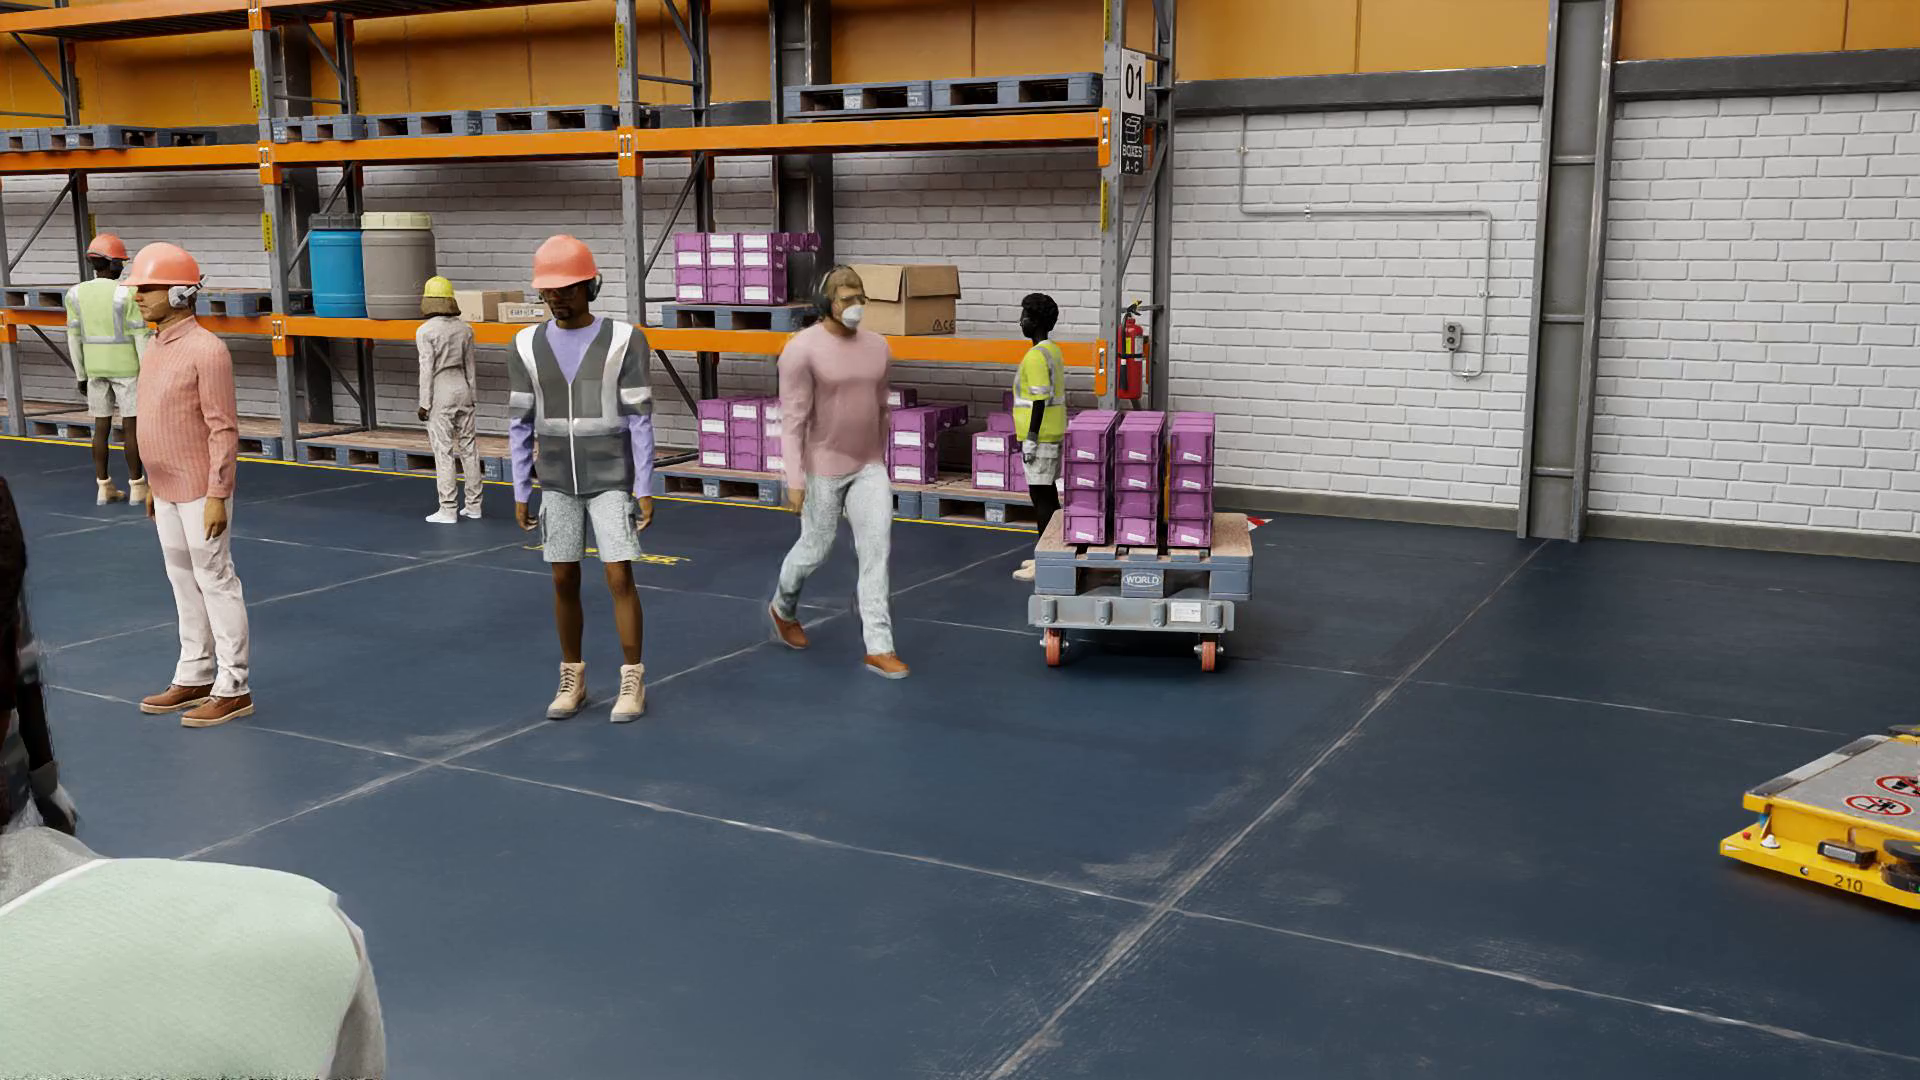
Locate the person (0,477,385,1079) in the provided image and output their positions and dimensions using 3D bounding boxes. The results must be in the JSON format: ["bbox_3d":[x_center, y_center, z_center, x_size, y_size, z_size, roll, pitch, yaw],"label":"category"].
[{"bbox_3d":[-0.701,0.872,1.187,0.607,1.906,0.406,-3,11,-18],"label":"person"}]

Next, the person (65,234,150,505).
[{"bbox_3d":[-6.393,-1.283,12.598,0.615,2.040,0.391,1,10,5],"label":"person"}]

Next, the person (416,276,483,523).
[{"bbox_3d":[-3.659,-0.994,11.839,0.320,1.742,0.492,7,12,32],"label":"person"}]

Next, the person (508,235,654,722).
[{"bbox_3d":[-1.581,-0.241,6.936,0.612,2.029,0.409,1,10,5],"label":"person"}]

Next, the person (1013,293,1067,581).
[{"bbox_3d":[0.468,-0.606,9.837,0.316,1.695,0.542,3,11,14],"label":"person"}]

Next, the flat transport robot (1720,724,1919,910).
[{"bbox_3d":[3.189,0.892,5.538,1.431,0.197,0.652,-9,13,-40],"label":"flat transport robot"}]

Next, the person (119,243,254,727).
[{"bbox_3d":[-3.222,-0.224,6.925,0.611,1.996,0.379,8,13,38],"label":"person"}]

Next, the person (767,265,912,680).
[{"bbox_3d":[-0.603,-0.339,7.831,0.643,1.904,0.964,-8,13,-38],"label":"person"}]

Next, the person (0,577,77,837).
[{"bbox_3d":[-2.088,0.587,3.339,0.315,1.685,0.636,4,11,21],"label":"person"}]
